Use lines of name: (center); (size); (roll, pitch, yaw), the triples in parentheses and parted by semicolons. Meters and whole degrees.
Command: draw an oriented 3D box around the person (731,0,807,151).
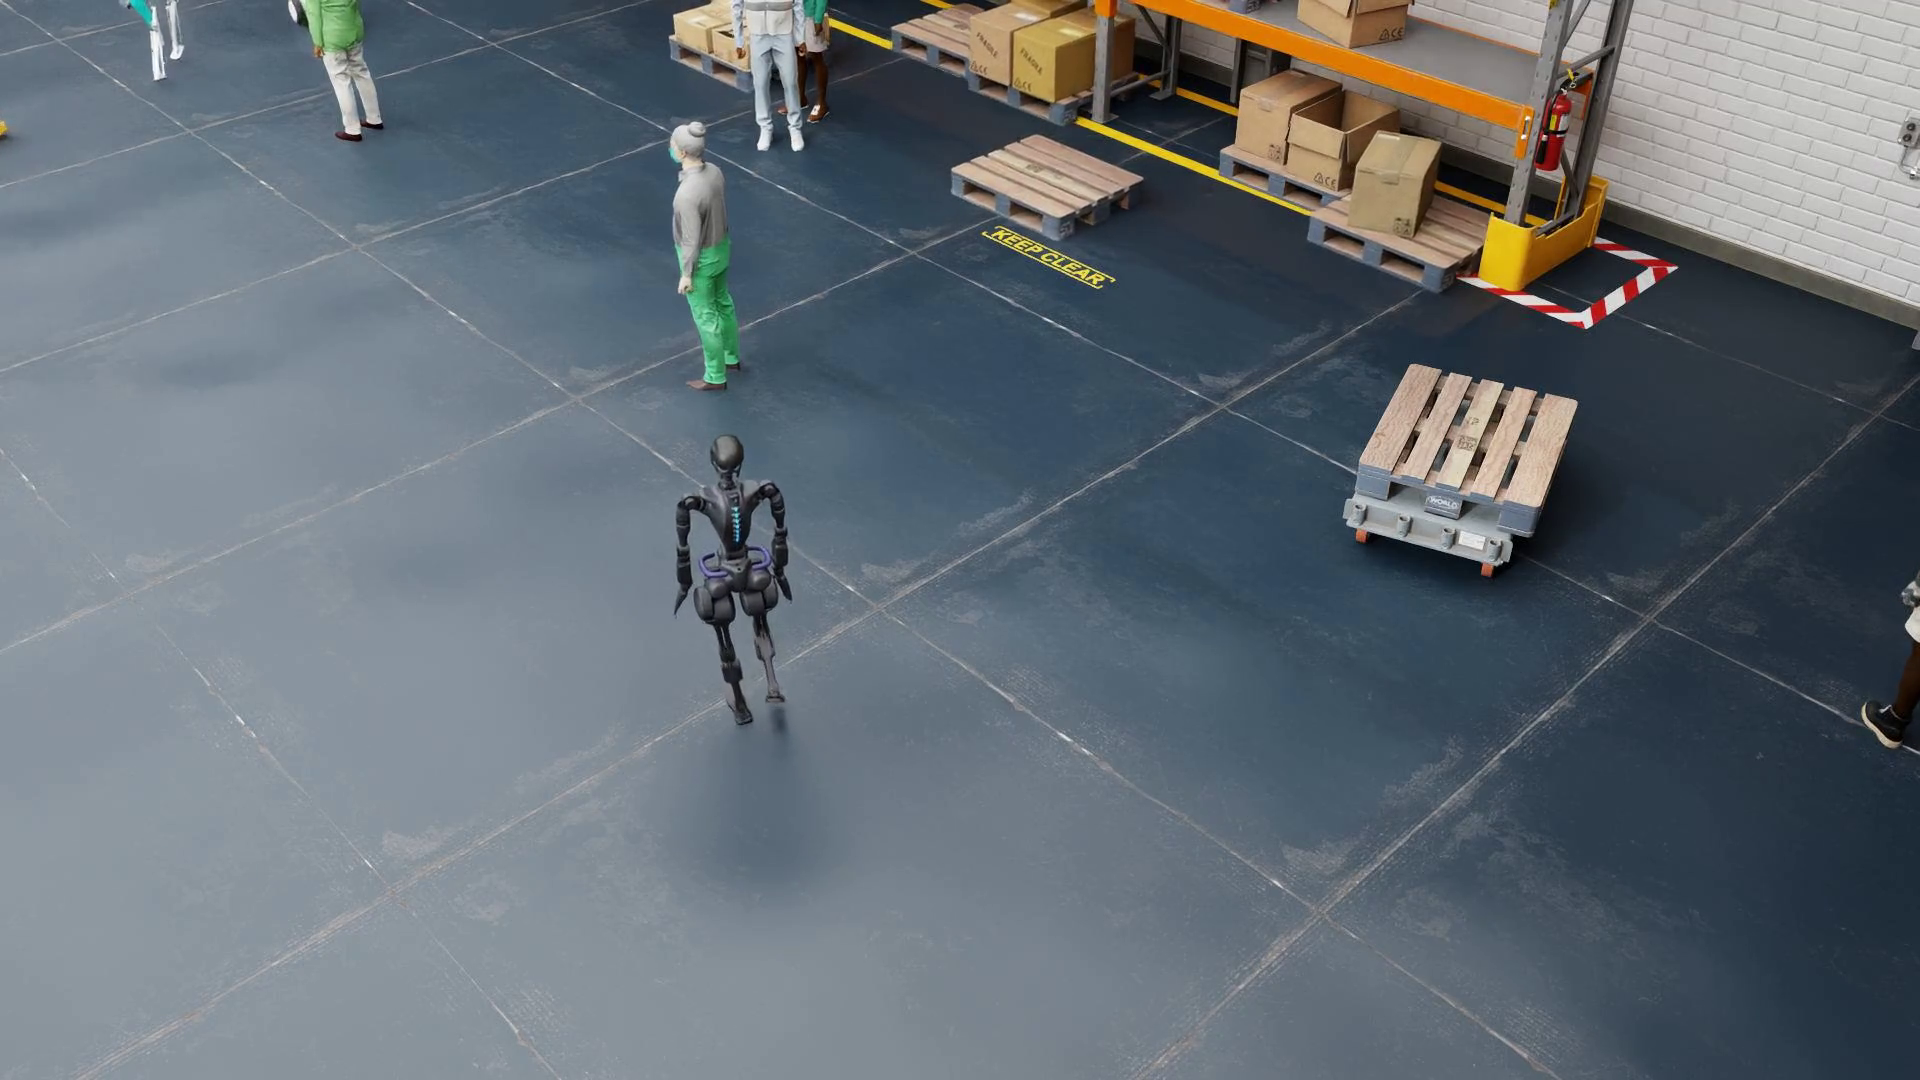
person: (-1.559, -4.151, 13.672); (0.600, 1.907, 0.398); (-2, 37, -2)

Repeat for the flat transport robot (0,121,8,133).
flat transport robot: (-8.990, -3.536, 14.214); (1.431, 0.231, 0.659); (10, 38, 13)

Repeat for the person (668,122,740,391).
person: (-1.647, -1.815, 10.631); (0.333, 1.837, 0.527); (10, 38, 13)

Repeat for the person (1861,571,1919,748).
person: (4.817, 0.190, 7.876); (0.611, 1.961, 0.365); (2, 37, 3)

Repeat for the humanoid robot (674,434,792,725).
humanoid robot: (-1.098, 0.221, 8.077); (0.587, 1.647, 0.405); (-13, 39, -17)

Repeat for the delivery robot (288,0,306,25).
delivery robot: (-6.254, -5.286, 16.303); (0.499, 0.606, 0.801); (-24, 43, -29)

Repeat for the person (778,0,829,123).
person: (-1.326, -4.515, 14.200); (0.491, 1.851, 0.395); (26, 44, 30)

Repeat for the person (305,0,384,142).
person: (-5.186, -4.226, 13.884); (0.390, 1.778, 0.535); (13, 39, 17)

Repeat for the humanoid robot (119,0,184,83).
humanoid robot: (-7.363, -5.062, 15.053); (0.550, 1.766, 1.024); (-5, 37, -7)
